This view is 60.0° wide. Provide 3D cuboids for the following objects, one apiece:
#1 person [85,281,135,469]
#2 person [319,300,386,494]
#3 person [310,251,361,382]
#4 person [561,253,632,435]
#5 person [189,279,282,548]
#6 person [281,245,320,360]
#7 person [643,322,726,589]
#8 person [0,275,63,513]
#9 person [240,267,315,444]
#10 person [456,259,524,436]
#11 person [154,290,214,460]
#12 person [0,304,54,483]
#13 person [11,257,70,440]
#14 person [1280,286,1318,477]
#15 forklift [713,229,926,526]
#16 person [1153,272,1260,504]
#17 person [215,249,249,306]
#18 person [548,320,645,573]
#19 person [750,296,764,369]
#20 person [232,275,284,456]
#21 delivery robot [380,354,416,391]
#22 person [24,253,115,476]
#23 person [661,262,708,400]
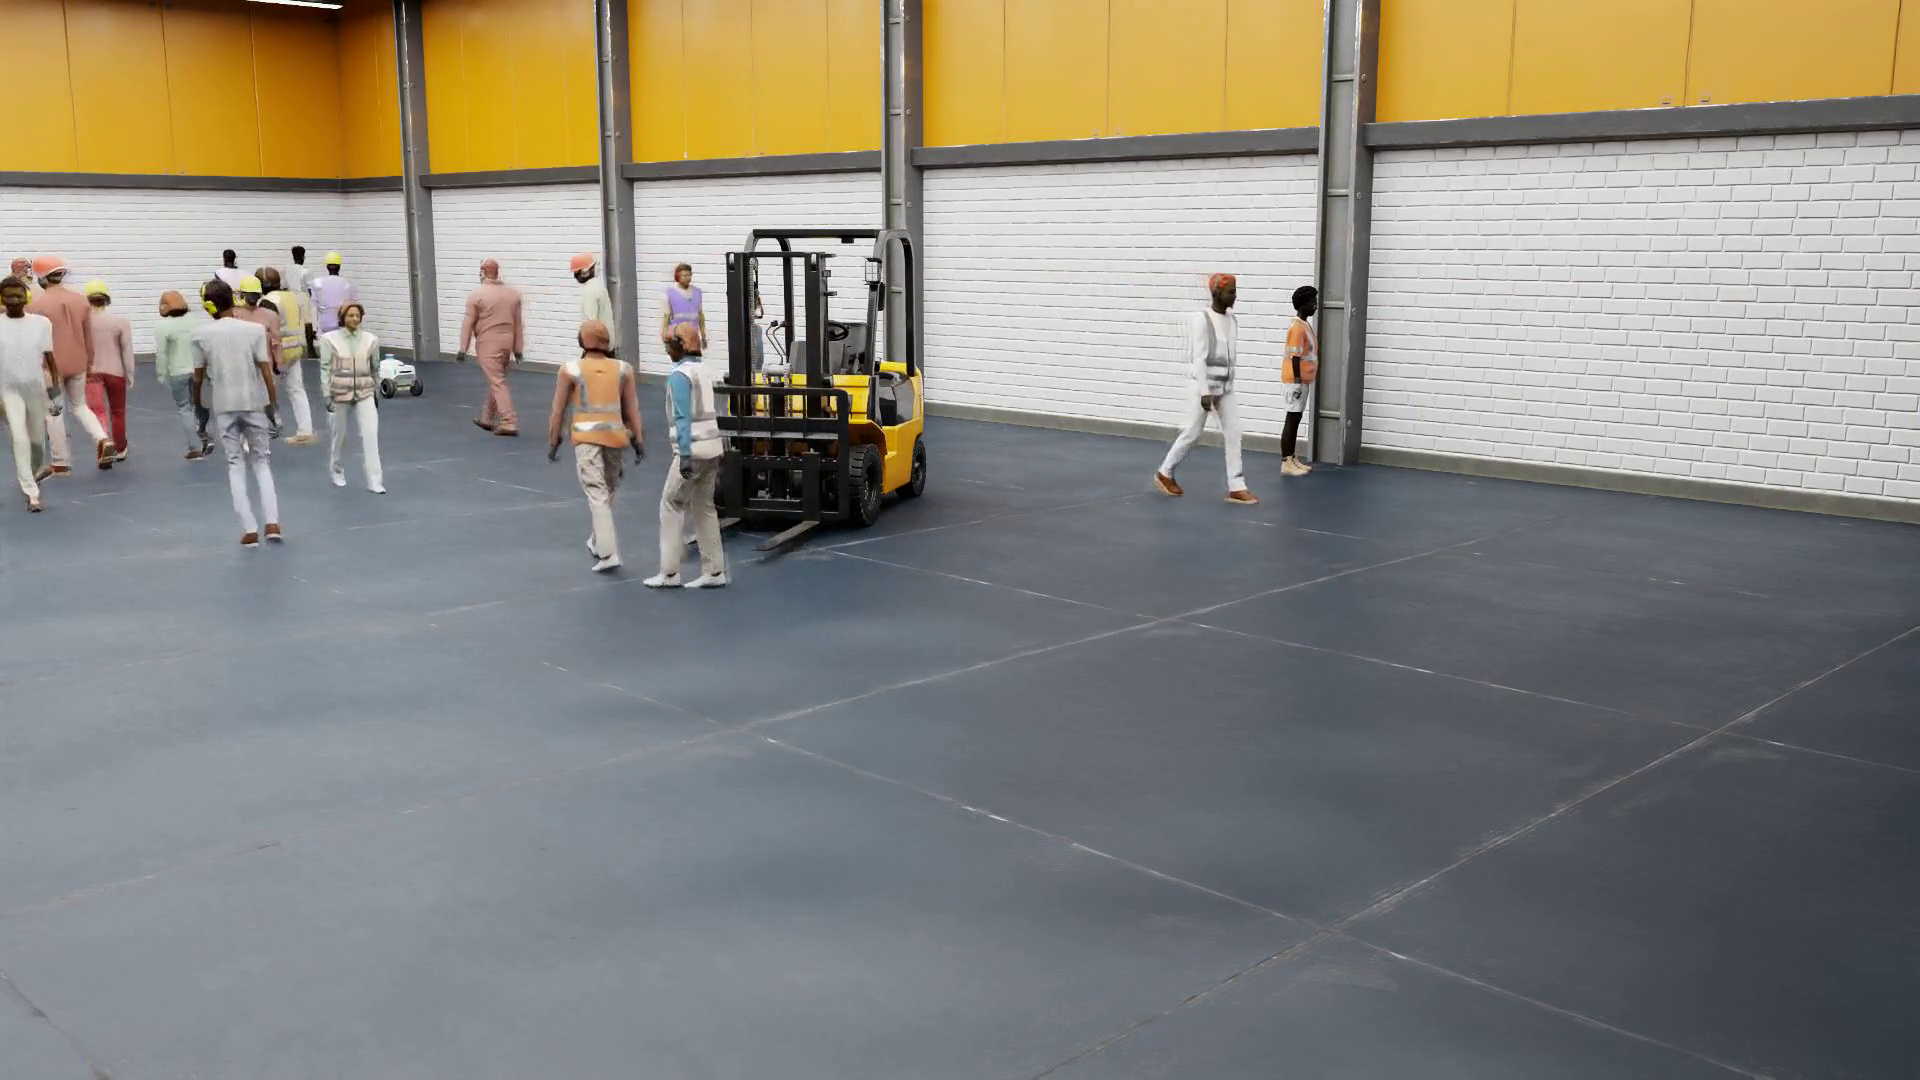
[{"bbox_3d":[-7.935,-1.535,15.404,0.533,1.707,0.948,-5,12,-27],"label":"person"},{"bbox_3d":[-5.109,-1.209,13.938,0.513,1.599,0.842,-7,12,-32],"label":"person"},{"bbox_3d":[-8.224,-2.835,21.940,0.619,1.911,0.425,-4,11,-20],"label":"person"},{"bbox_3d":[-3.938,-2.080,17.753,0.895,1.931,0.740,0,10,3],"label":"person"},{"bbox_3d":[-4.974,-0.866,11.433,0.550,1.828,0.508,-5,11,-24],"label":"person"},{"bbox_3d":[-11.279,-4.056,28.473,0.607,1.966,0.365,2,11,13],"label":"person"},{"bbox_3d":[-1.678,-0.501,10.032,0.587,1.607,0.586,2,11,8],"label":"person"},{"bbox_3d":[-7.383,-1.167,13.099,0.510,1.838,0.893,-8,13,-36],"label":"person"},{"bbox_3d":[-7.049,-1.863,16.945,0.876,1.804,0.658,1,10,5],"label":"person"},{"bbox_3d":[-5.080,-2.062,17.851,0.954,1.860,0.658,7,13,34],"label":"person"},{"bbox_3d":[-7.369,-1.557,15.782,0.369,1.615,0.515,7,12,33],"label":"person"},{"bbox_3d":[-8.056,-1.216,13.991,0.516,1.581,0.862,1,10,5],"label":"person"},{"bbox_3d":[-9.690,-1.984,17.352,0.639,1.902,0.406,-1,10,-6],"label":"person"},{"bbox_3d":[3.021,-1.413,14.809,0.319,1.691,0.535,3,11,17],"label":"person"},{"bbox_3d":[-1.050,-1.319,12.920,1.214,2.155,2.313,2,11,13],"label":"forklift"},{"bbox_3d":[1.980,-1.226,13.378,0.578,1.850,0.929,-9,14,-41],"label":"person"},{"bbox_3d":[-11.914,-3.805,27.259,0.460,1.901,0.629,7,12,33],"label":"person"},{"bbox_3d":[-2.338,-0.613,10.712,0.564,1.589,0.889,-6,12,-32],"label":"person"},{"bbox_3d":[-1.863,-1.380,14.780,0.280,1.633,0.500,3,11,17],"label":"person"},{"bbox_3d":[-6.813,-1.679,16.064,0.549,1.749,0.374,-8,13,-36],"label":"person"},{"bbox_3d":[-7.535,-2.216,22.025,0.707,0.478,0.477,8,13,39],"label":"delivery robot"},{"bbox_3d":[-7.916,-1.541,14.702,0.611,1.977,0.625,5,12,27],"label":"person"},{"bbox_3d":[-3.415,-2.488,20.337,0.792,1.812,0.566,9,14,40],"label":"person"}]
